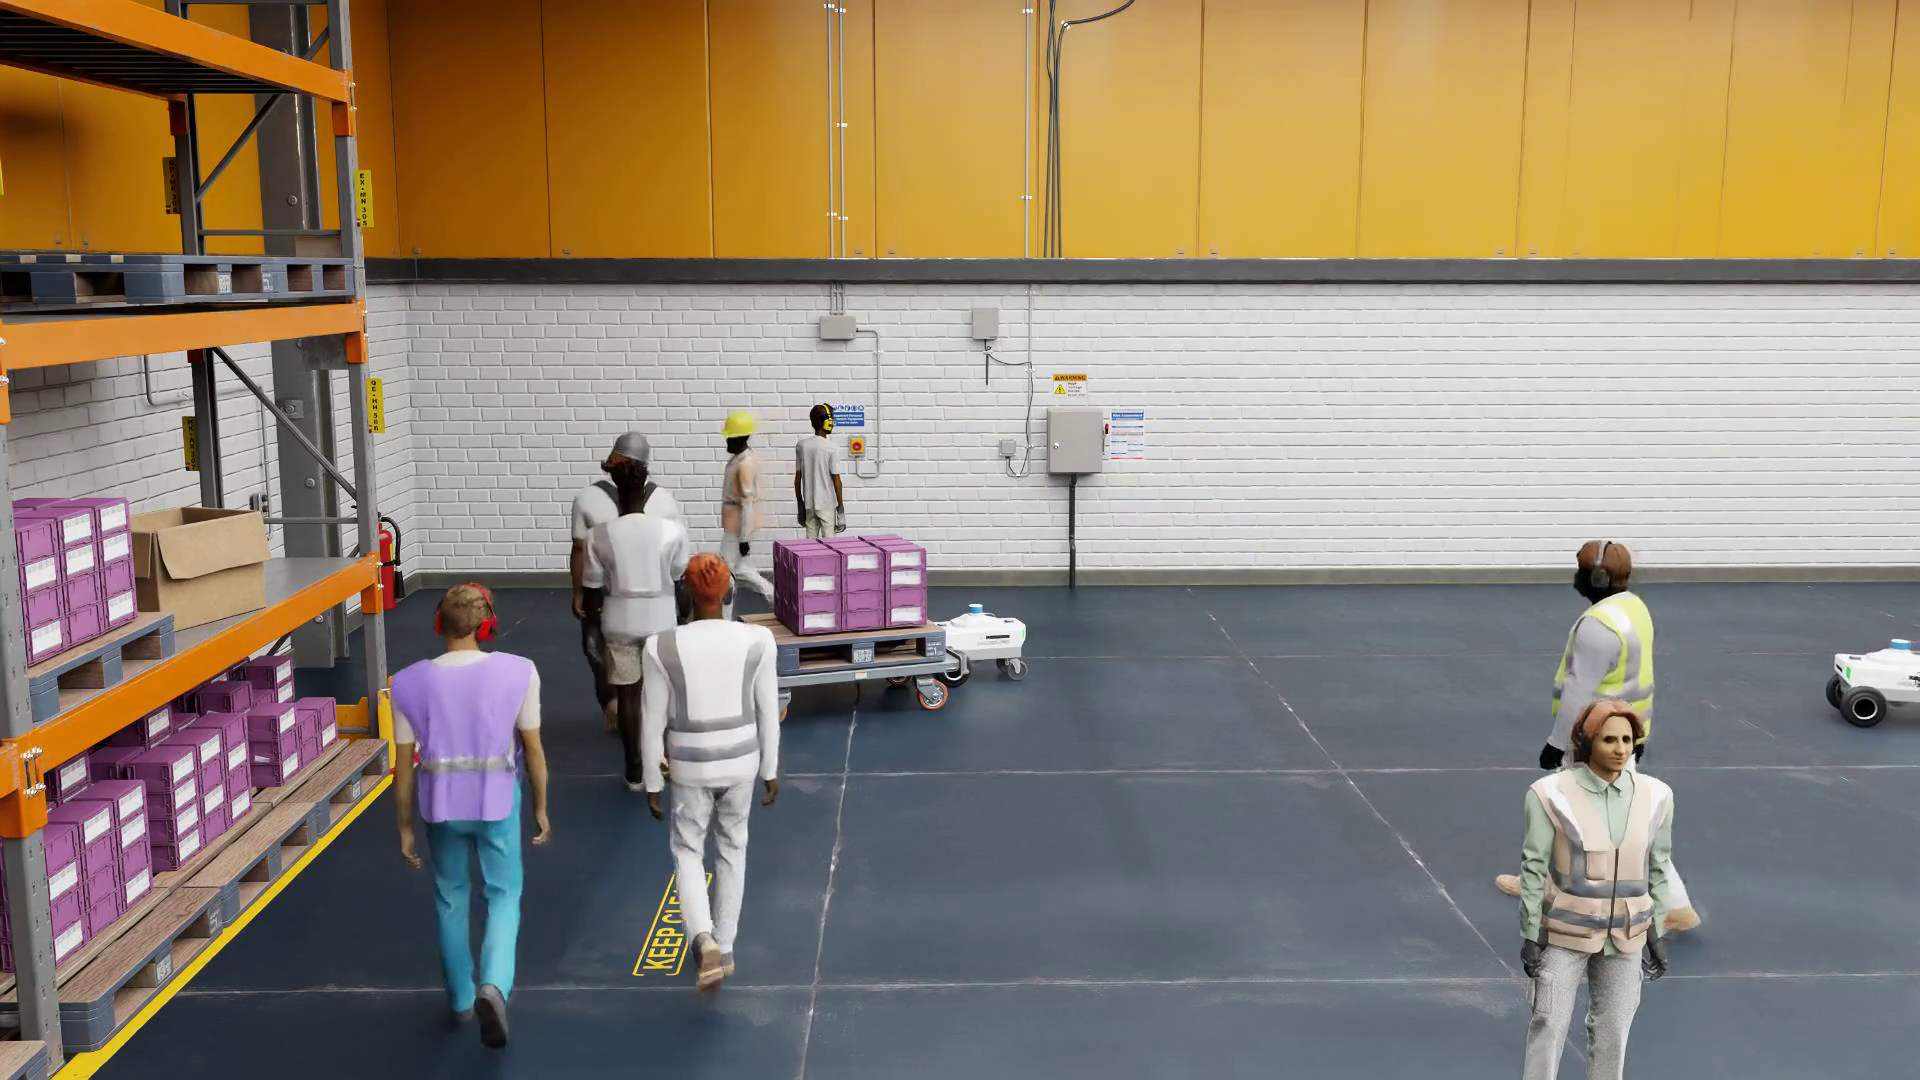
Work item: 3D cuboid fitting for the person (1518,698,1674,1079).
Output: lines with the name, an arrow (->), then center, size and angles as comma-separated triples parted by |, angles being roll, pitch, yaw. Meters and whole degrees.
person -> 2.097, 1.325, 5.525 | 0.514, 1.642, 0.308 | -1, 9, -5

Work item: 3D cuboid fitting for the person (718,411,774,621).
person -> -1.807, -0.131, 13.706 | 0.746, 1.884, 0.616 | -1, 9, -6

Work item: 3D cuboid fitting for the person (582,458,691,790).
person -> -1.865, 0.496, 9.658 | 0.634, 1.946, 0.447 | -2, 10, -13

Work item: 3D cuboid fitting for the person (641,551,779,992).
person -> -1.029, 0.980, 6.962 | 0.582, 1.865, 0.666 | -3, 10, -15

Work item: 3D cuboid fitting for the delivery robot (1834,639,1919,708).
delivery robot -> 6.262, 0.908, 11.116 | 0.707, 0.478, 0.477 | 2, 10, 15

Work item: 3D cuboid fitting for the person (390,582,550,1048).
person -> -1.905, 1.079, 6.481 | 0.582, 1.818, 0.659 | -2, 9, -11

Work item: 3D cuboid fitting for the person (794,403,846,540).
person -> -1.212, -0.262, 14.556 | 0.532, 1.868, 0.310 | 6, 11, 34

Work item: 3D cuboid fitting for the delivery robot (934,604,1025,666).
delivery robot -> 0.117, 0.717, 12.285 | 0.707, 0.478, 0.477 | -3, 10, -16

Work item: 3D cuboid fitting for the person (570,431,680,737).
person -> -2.163, 0.278, 10.722 | 0.701, 2.000, 0.574 | -4, 10, -25

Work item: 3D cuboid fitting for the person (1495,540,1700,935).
person -> 3.011, 0.897, 7.685 | 0.938, 1.804, 0.626 | 6, 11, 31
